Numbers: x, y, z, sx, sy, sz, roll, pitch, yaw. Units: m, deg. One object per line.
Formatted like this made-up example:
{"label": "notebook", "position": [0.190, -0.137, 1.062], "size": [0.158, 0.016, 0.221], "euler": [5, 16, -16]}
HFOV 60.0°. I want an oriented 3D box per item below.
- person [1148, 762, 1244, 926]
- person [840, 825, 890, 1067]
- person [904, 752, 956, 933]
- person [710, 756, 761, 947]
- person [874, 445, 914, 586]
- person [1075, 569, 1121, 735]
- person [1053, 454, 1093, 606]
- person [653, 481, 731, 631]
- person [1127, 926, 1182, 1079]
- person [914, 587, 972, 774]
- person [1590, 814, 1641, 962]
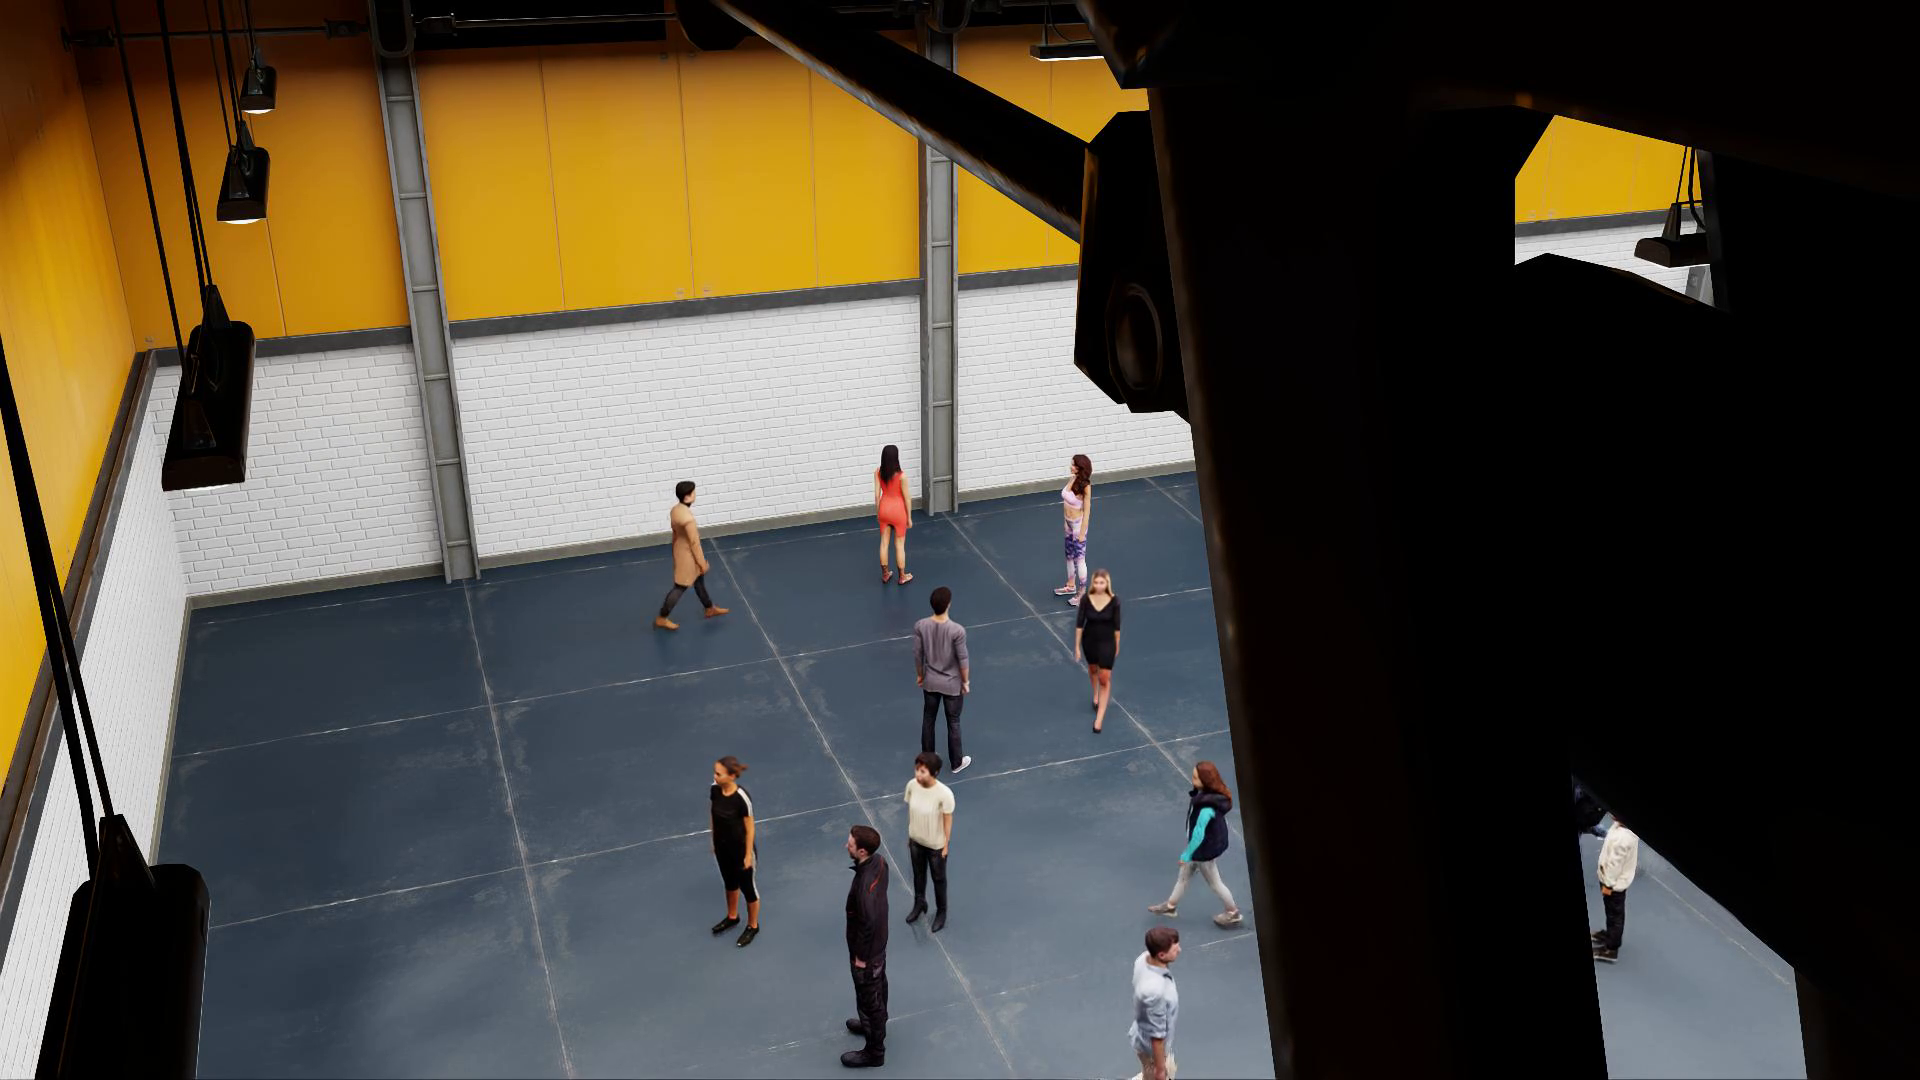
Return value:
{"label": "person", "position": [2.011, 2.456, 13.244], "size": [1.056, 1.461, 0.795], "euler": [0, 24, 1]}
{"label": "person", "position": [-0.660, 2.845, 11.791], "size": [0.753, 1.914, 0.774], "euler": [2, 24, 5]}
{"label": "person", "position": [-0.247, 2.386, 13.247], "size": [0.653, 1.588, 0.670], "euler": [15, 28, 31]}
{"label": "person", "position": [-1.769, 2.406, 13.101], "size": [0.656, 1.668, 0.669], "euler": [18, 29, 35]}
{"label": "person", "position": [-0.777, -0.296, 19.220], "size": [0.653, 1.719, 0.730], "euler": [8, 25, 18]}
{"label": "person", "position": [1.371, 1.018, 16.331], "size": [1.067, 1.623, 1.003], "euler": [5, 24, 12]}
{"label": "person", "position": [1.312, -0.142, 18.807], "size": [0.555, 1.767, 0.601], "euler": [-11, 26, -23]}
{"label": "person", "position": [-3.059, 0.196, 18.127], "size": [1.147, 1.692, 0.743], "euler": [-11, 26, -23]}
{"label": "person", "position": [1.172, 3.282, 10.888], "size": [0.924, 1.836, 0.821], "euler": [1, 24, 2]}
{"label": "person", "position": [-0.163, 1.291, 15.421], "size": [0.716, 1.854, 0.800], "euler": [8, 25, 19]}
{"label": "person", "position": [5.117, 2.600, 12.931], "size": [0.692, 1.449, 0.637], "euler": [10, 26, 22]}
